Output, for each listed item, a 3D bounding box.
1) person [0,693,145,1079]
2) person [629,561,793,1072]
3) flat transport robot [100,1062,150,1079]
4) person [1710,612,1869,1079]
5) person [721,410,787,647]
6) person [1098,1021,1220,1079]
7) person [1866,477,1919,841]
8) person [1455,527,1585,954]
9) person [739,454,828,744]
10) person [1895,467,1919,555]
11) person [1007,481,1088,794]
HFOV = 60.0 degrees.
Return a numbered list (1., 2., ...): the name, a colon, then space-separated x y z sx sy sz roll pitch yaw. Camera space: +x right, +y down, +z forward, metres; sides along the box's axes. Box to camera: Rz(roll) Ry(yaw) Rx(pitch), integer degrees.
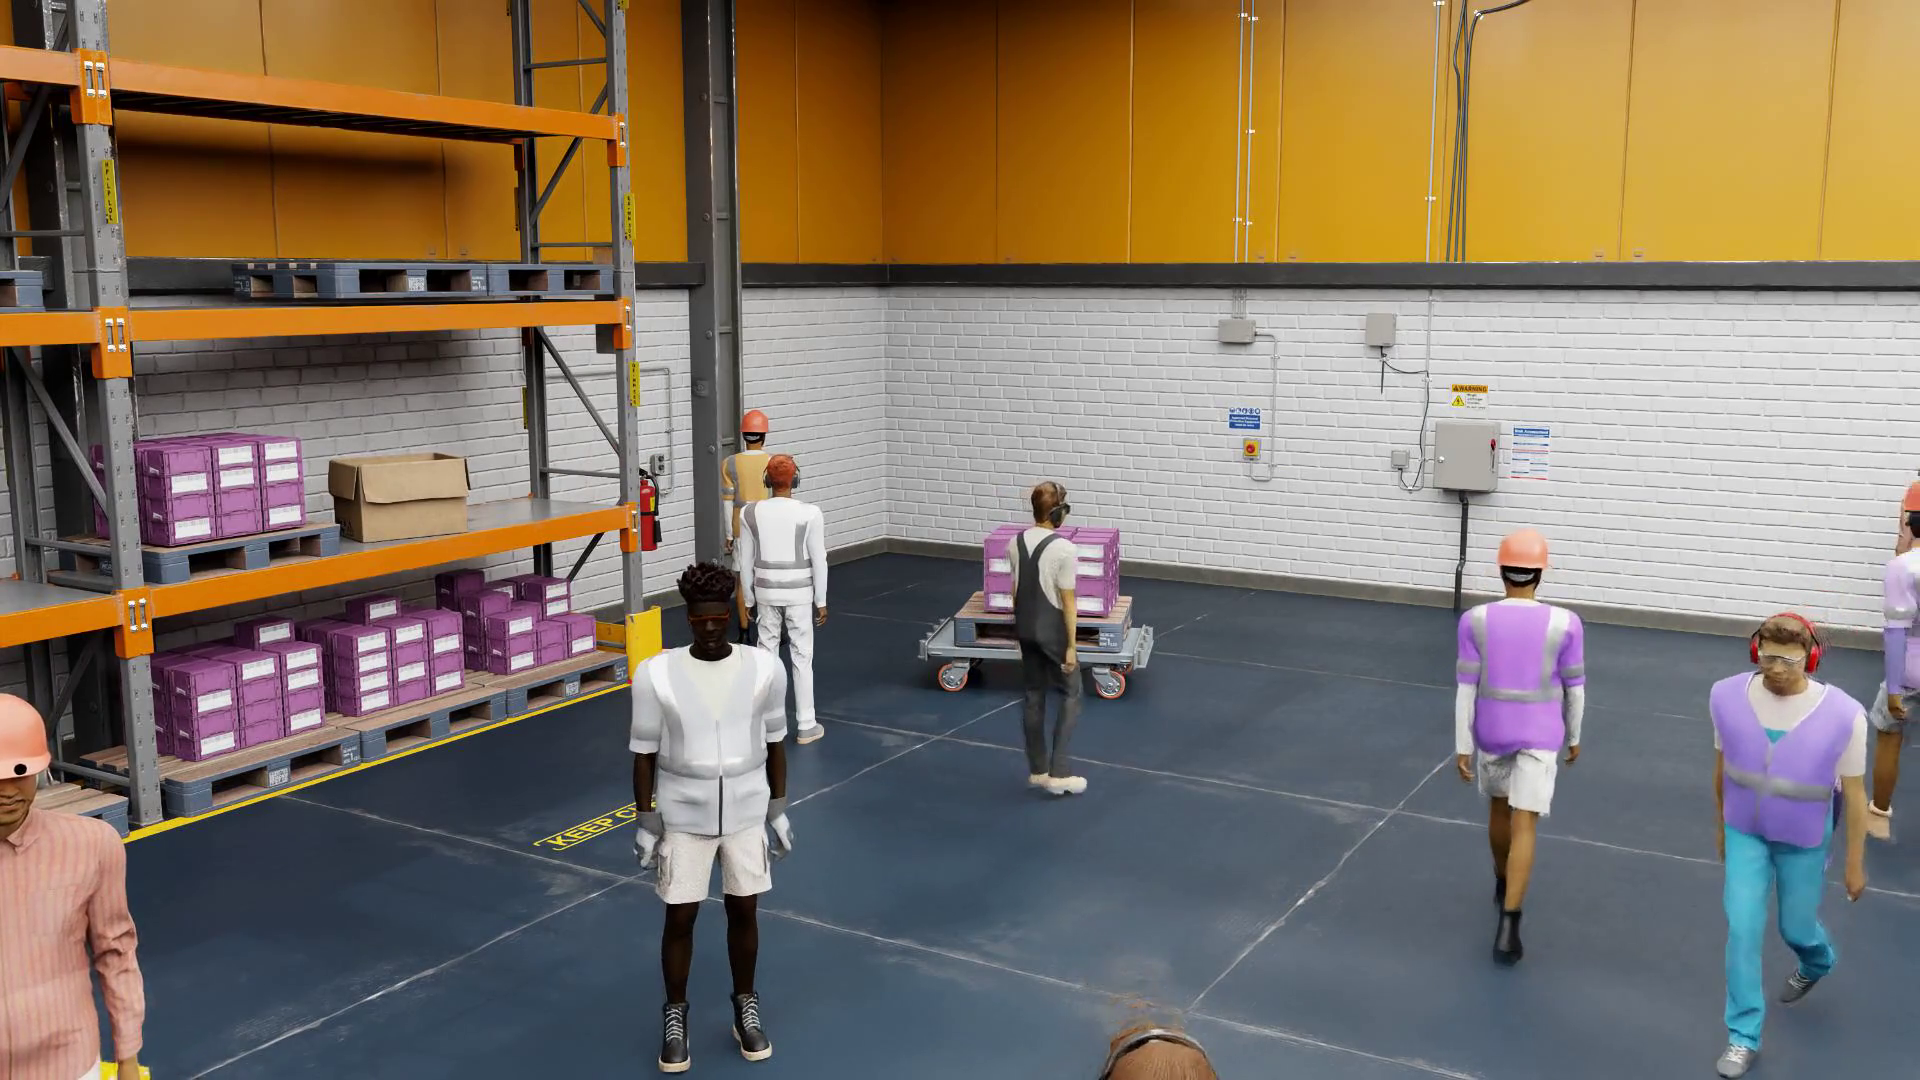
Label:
1. person: -2.434 1.364 4.297 0.617 1.990 0.399 -7 11 -37
2. person: -0.942 1.042 6.349 0.614 1.963 0.362 -3 10 -18
3. flat transport robot: -3.440 2.025 5.491 0.652 0.197 1.431 2 9 11
4. person: 3.218 1.121 6.440 0.584 1.795 0.836 8 12 41
5. person: -1.644 -0.082 13.456 0.545 1.939 0.354 0 9 -1
6. person: 0.288 1.703 2.747 0.631 1.805 0.821 1 9 6
7. person: 5.029 0.675 8.542 0.626 2.014 0.971 -1 9 -8
8. person: 2.539 0.885 7.608 0.545 1.889 1.033 5 10 28
9. person: -1.129 0.382 10.728 0.575 1.884 0.355 1 9 9
10. person: 7.358 0.201 12.618 0.514 1.640 0.310 1 9 5
11. person: 0.511 0.570 9.701 0.519 1.842 0.405 8 12 40
